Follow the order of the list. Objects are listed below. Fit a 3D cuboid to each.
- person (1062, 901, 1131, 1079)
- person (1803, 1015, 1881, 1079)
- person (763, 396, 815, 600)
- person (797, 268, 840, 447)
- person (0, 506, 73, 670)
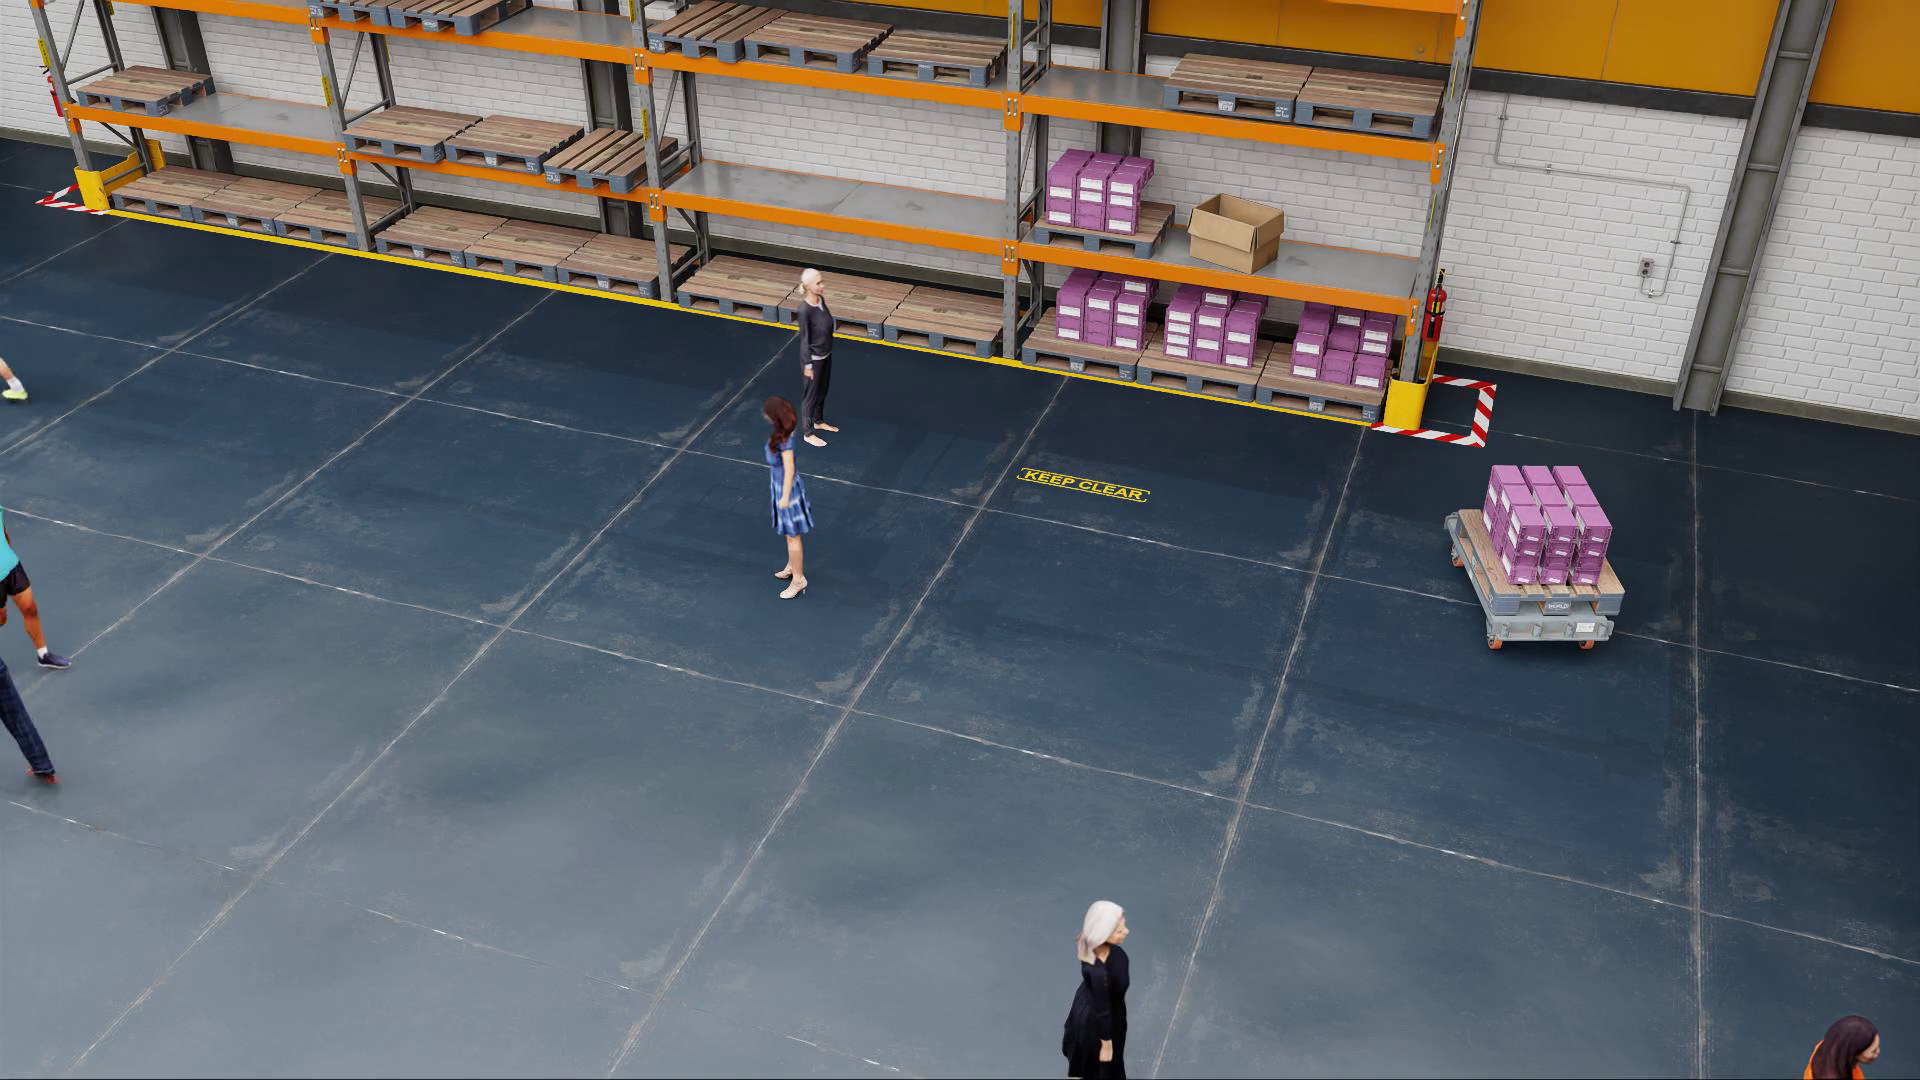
[{"bbox_3d":[0.746,2.594,8.957,0.678,1.747,0.677,0,34,0],"label":"person"},{"bbox_3d":[4.264,3.004,8.338,0.532,1.748,0.607,11,35,15],"label":"person"},{"bbox_3d":[-1.398,-0.358,13.345,0.755,1.807,0.758,-5,34,-7],"label":"person"},{"bbox_3d":[-1.346,-1.734,15.488,0.504,1.726,0.611,12,35,17],"label":"person"},{"bbox_3d":[-7.313,0.247,12.478,1.051,1.757,0.671,8,34,12],"label":"person"}]
